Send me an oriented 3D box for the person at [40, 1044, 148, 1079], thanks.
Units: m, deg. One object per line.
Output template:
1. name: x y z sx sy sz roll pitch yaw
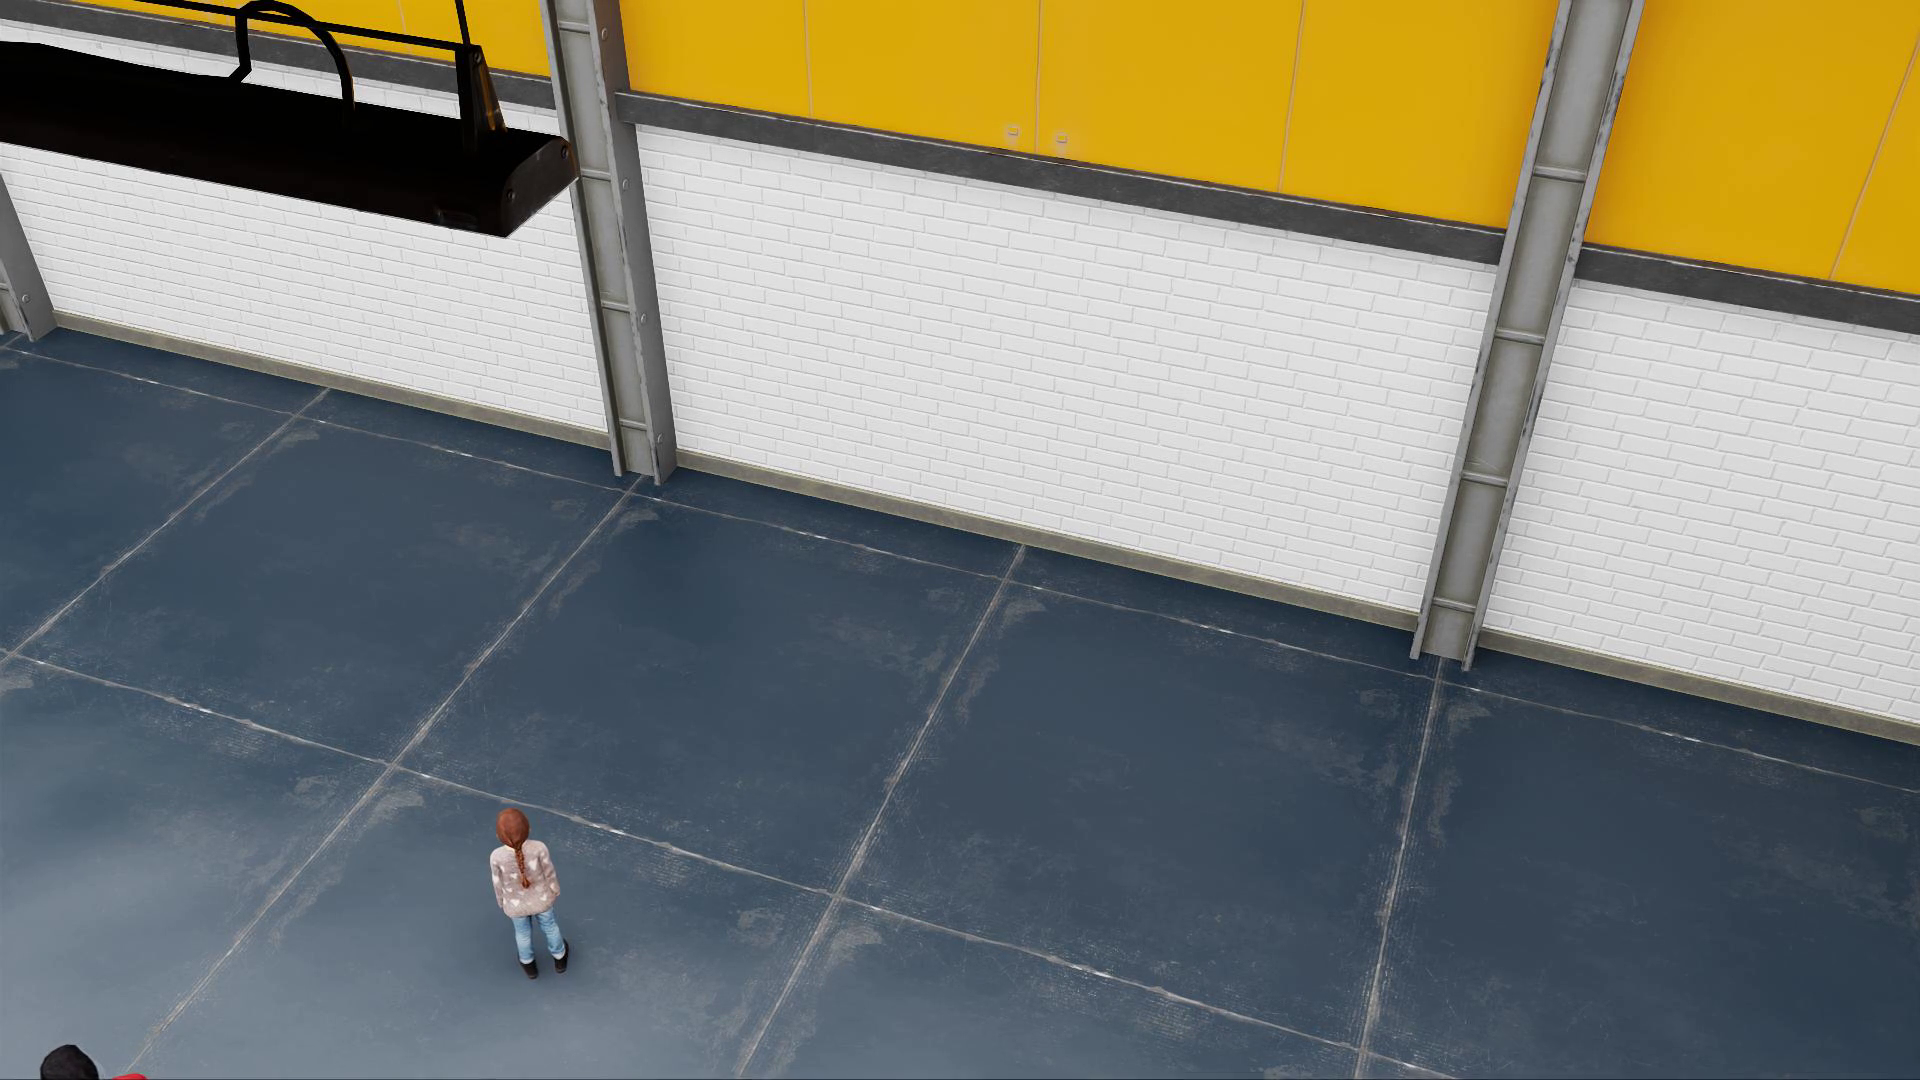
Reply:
1. person: -3.502 2.778 7.085 0.598 1.882 0.690 10 40 13

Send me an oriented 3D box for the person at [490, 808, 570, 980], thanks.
1. person: -2.278 1.872 8.771 0.529 1.193 0.607 -10 40 -12
